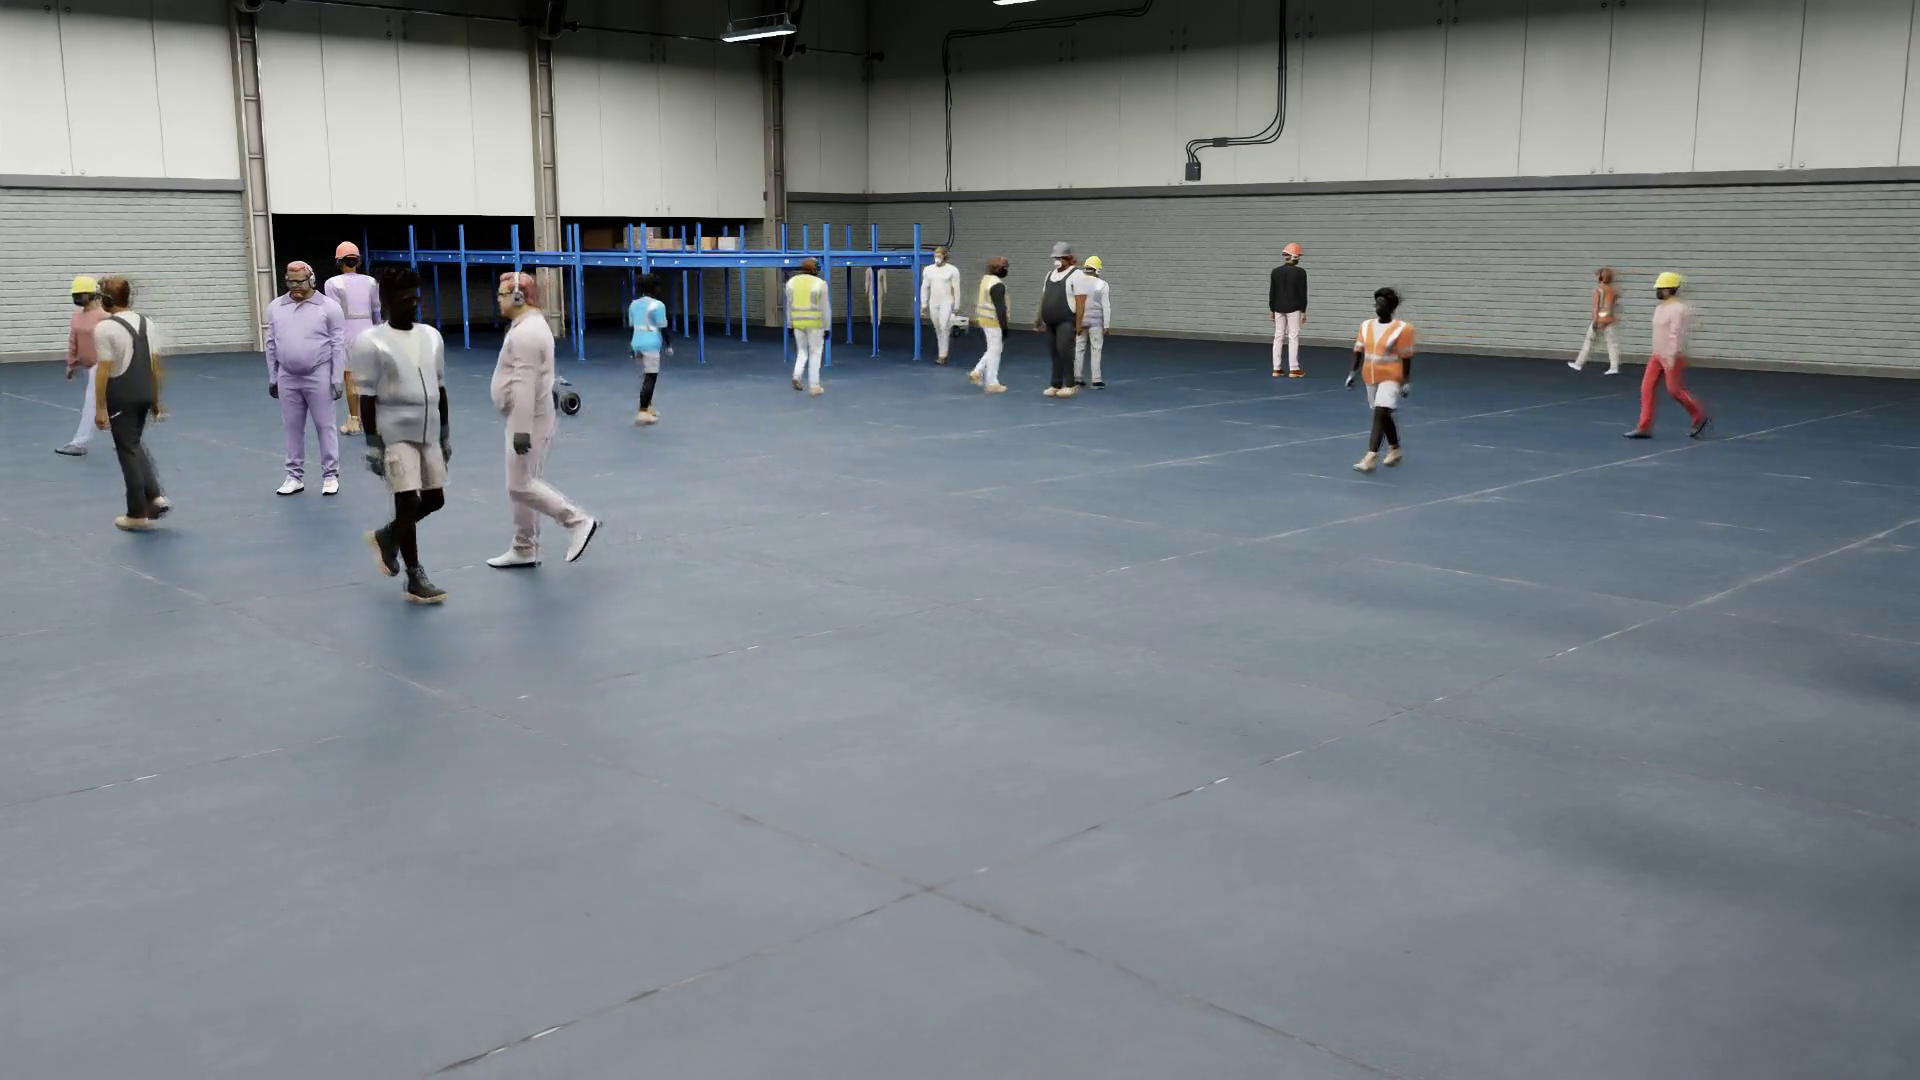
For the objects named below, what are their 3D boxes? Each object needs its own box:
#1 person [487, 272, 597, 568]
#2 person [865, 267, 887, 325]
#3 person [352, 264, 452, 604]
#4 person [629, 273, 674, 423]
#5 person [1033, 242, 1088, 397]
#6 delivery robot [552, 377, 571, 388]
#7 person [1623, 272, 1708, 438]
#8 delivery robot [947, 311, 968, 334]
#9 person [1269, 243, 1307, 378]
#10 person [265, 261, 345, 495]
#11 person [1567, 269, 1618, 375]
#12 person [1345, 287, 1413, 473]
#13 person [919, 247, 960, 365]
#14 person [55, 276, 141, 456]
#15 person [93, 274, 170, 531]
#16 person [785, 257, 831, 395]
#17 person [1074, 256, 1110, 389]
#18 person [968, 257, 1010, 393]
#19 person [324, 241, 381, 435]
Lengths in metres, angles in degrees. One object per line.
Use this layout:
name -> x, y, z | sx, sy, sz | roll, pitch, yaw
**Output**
person -> -2.698, -0.749, 10.537 | 0.604, 1.887, 0.658 | -2, 11, -12
person -> -1.974, -5.882, 39.260 | 0.521, 1.615, 0.500 | -1, 10, -4
person -> -3.280, -0.631, 9.716 | 0.688, 1.951, 0.603 | 7, 12, 32
person -> -3.501, -2.171, 18.849 | 0.536, 1.681, 0.585 | 10, 14, 43
person -> 1.324, -2.896, 21.937 | 0.536, 2.000, 0.703 | -7, 13, -35
delivery robot -> -4.948, -1.922, 19.716 | 0.335, 0.223, 0.698 | 8, 13, 37
person -> 7.432, -1.924, 17.340 | 0.796, 1.740, 0.527 | -1, 10, -6
delivery robot -> -0.132, -4.540, 34.698 | 0.477, 0.478, 0.707 | 7, 13, 35
person -> 4.939, -3.448, 24.968 | 0.614, 1.988, 0.396 | 9, 14, 41
person -> -5.358, -1.320, 13.603 | 0.636, 1.905, 0.406 | 0, 10, 1
person -> 9.742, -3.327, 25.362 | 0.540, 1.589, 0.875 | -6, 12, -28
person -> 3.828, -1.461, 15.065 | 0.889, 1.651, 0.539 | -9, 13, -39
person -> -0.362, -3.823, 27.236 | 0.628, 1.902, 0.885 | 5, 11, 23
person -> -8.405, -1.686, 16.099 | 0.539, 1.708, 0.935 | 6, 12, 29
person -> -5.998, -0.984, 11.950 | 0.400, 1.835, 0.537 | 3, 11, 16
person -> -2.002, -2.854, 22.178 | 0.647, 1.824, 0.442 | 5, 11, 24
person -> 1.817, -3.009, 23.037 | 0.593, 1.824, 0.403 | 6, 12, 29
person -> 0.454, -2.905, 22.481 | 0.448, 1.823, 0.656 | -2, 11, -12
person -> -6.489, -2.156, 17.780 | 0.393, 2.041, 0.614 | 9, 14, 41
